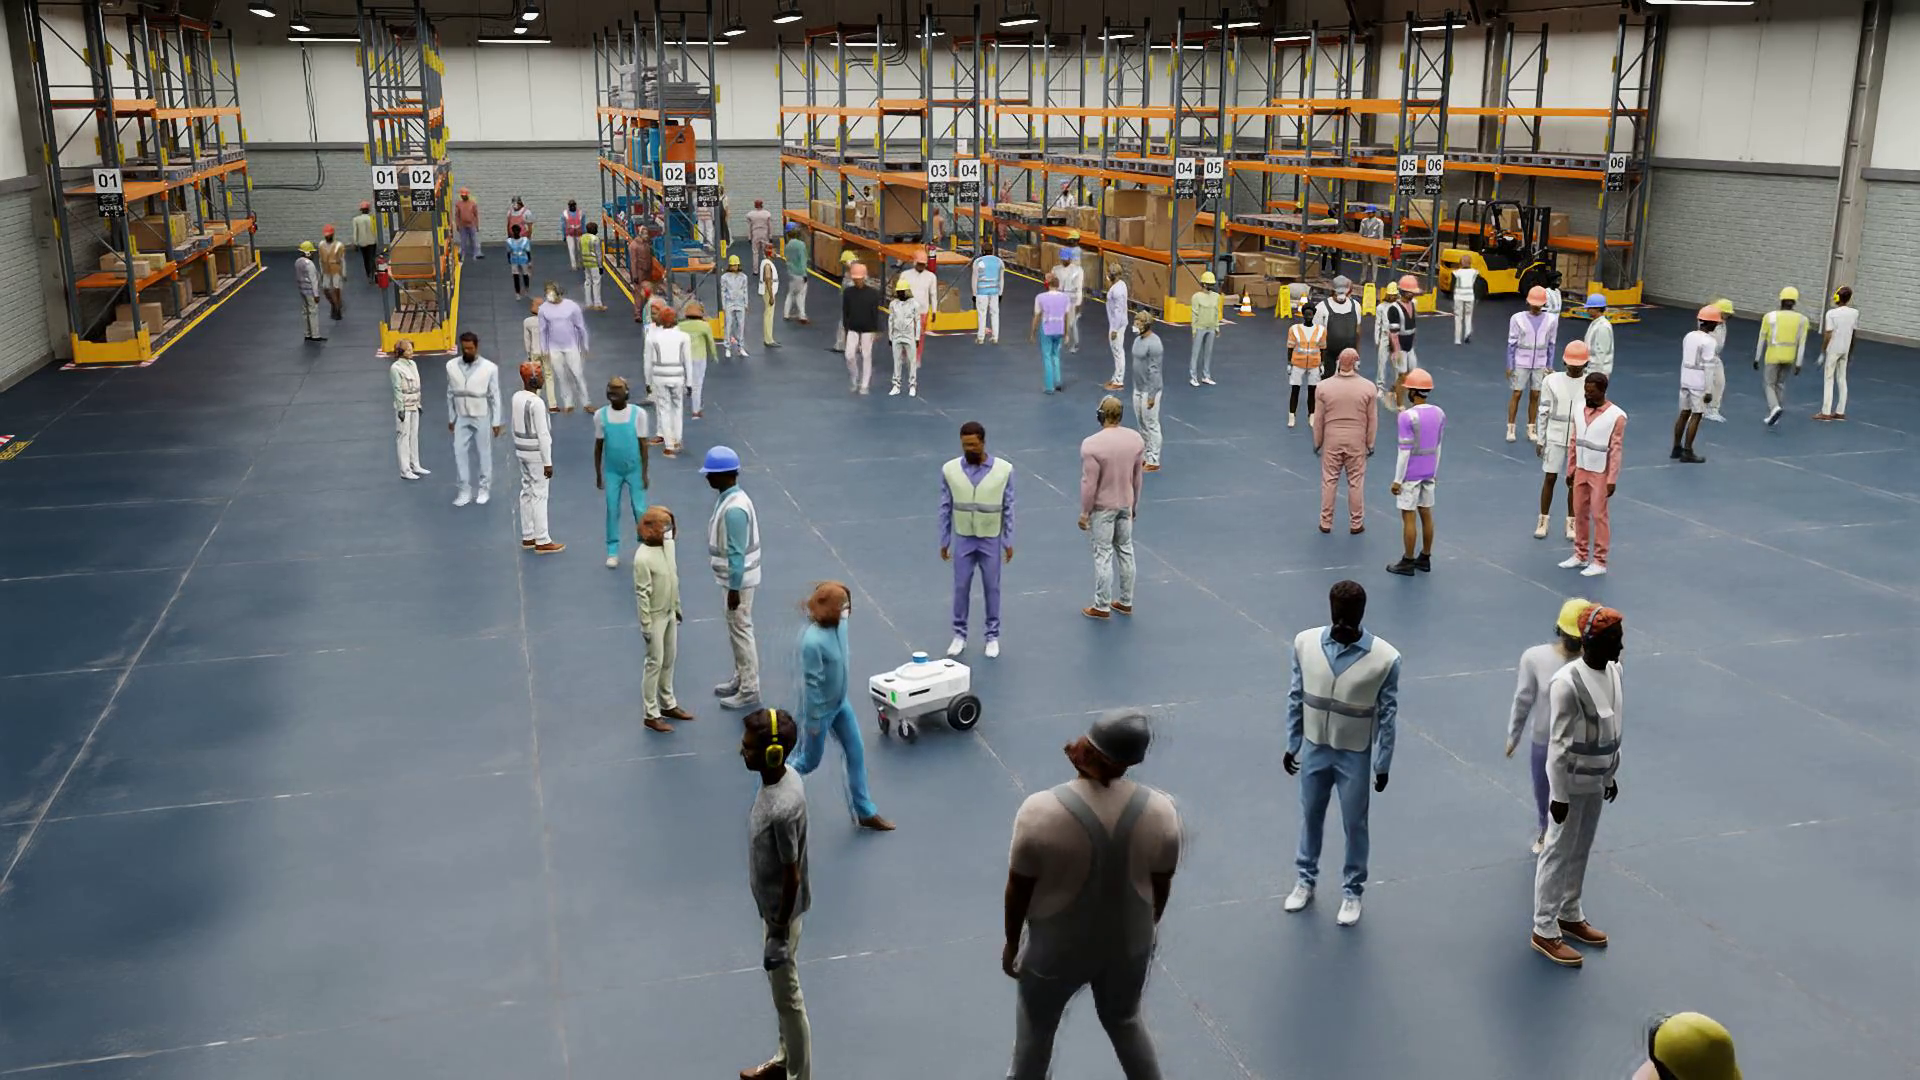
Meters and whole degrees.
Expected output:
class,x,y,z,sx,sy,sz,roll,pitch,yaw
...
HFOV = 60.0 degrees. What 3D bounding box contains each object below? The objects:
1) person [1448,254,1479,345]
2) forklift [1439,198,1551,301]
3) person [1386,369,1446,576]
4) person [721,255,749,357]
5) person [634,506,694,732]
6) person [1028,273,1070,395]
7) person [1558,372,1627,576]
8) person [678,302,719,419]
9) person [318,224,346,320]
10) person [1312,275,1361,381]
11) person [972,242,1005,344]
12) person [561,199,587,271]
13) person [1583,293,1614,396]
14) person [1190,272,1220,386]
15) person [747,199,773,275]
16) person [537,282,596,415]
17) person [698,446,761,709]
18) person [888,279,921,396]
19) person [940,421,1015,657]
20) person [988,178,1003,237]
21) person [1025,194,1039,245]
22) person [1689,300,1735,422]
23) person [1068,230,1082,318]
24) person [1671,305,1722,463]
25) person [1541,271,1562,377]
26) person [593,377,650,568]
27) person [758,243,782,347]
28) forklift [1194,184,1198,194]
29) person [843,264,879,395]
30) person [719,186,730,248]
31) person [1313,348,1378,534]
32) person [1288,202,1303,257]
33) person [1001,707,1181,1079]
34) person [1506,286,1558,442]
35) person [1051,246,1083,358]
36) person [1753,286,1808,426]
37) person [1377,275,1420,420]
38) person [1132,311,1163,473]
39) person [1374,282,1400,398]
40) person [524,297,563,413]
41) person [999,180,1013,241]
class,x,y,z,sx,sy,sz,roll,pitch,yaw
person,9.102,-4.357,30.115,0.533,1.624,0.426,1,15,4
forklift,11.913,-6.508,37.130,2.313,2.155,1.214,-4,15,-15
person,4.230,-0.629,15.501,0.547,1.938,0.379,-9,18,-31
person,-3.876,-4.033,28.682,0.484,1.745,0.298,-7,16,-23
person,-2.105,0.543,11.694,0.288,1.626,0.508,5,16,17
person,1.340,-3.096,25.006,0.576,1.826,0.519,-8,17,-27
person,5.934,-0.632,15.579,0.397,1.908,0.598,-7,16,-25
person,-3.667,-2.537,23.342,0.520,1.598,0.824,4,15,15
person,-12.571,-5.353,33.301,0.567,1.920,0.419,1,15,2
person,5.192,-2.632,22.841,0.684,2.000,0.535,-3,15,-9
person,0.495,-4.482,30.212,0.618,1.835,0.432,-7,16,-24
person,-9.998,-7.917,43.144,0.632,1.823,0.531,-5,16,-19
person,8.205,-2.220,21.510,0.435,1.934,0.629,2,15,8
person,3.810,-3.273,25.777,0.526,1.769,0.329,-8,17,-27
person,-5.028,-7.619,41.856,0.643,1.913,0.410,-2,15,-6
person,-5.541,-2.677,23.288,0.695,1.896,0.464,0,15,1
person,-1.663,0.264,12.145,0.426,1.938,0.624,-3,15,-12
person,-0.840,-3.029,24.904,0.493,1.743,0.313,4,15,13
person,0.143,-0.014,13.259,0.605,1.907,0.417,3,15,10
person,1.082,-10.633,53.268,0.473,1.881,0.647,-10,18,-33
person,2.135,-9.025,47.541,0.580,1.706,0.893,-8,17,-27
person,10.333,-2.455,22.824,0.508,1.702,0.647,-11,19,-36
person,2.325,-5.379,33.705,0.317,1.769,0.522,0,15,1
person,9.029,-1.909,20.344,0.394,1.928,0.555,-3,15,-11
person,9.444,-3.475,26.689,0.319,1.692,0.537,14,20,42
person,-3.192,-0.640,15.760,0.526,1.838,0.398,-1,15,-3
person,-3.425,-4.395,29.842,0.390,1.849,0.565,-2,15,-9
forklift,7.392,-11.333,53.972,1.873,2.768,1.129,-4,15,-15
person,-1.498,-3.153,24.932,0.607,1.966,0.470,4,15,15
person,-7.078,-9.603,49.474,0.512,1.840,0.340,13,20,41
person,3.924,-1.006,16.976,0.639,1.911,0.406,4,15,14
person,8.734,-7.859,43.061,0.350,1.758,0.522,-7,17,-25
person,0.521,1.599,6.919,0.735,2.000,0.580,-4,15,-15
person,7.377,-2.262,21.470,0.609,2.030,0.410,1,15,4
person,1.857,-4.119,28.690,0.616,1.911,0.799,6,16,20
person,11.078,-2.457,22.428,0.599,1.908,0.642,1,15,5
person,6.067,-2.654,22.961,0.671,2.022,0.808,-14,20,-41
person,2.213,-1.766,19.810,0.381,1.932,0.622,-5,16,-17
person,6.393,-2.958,24.665,0.491,1.733,0.317,2,15,9
person,-5.910,-2.611,23.542,0.499,1.634,0.280,4,15,14
person,1.459,-10.280,51.916,0.397,1.900,0.636,4,15,15
